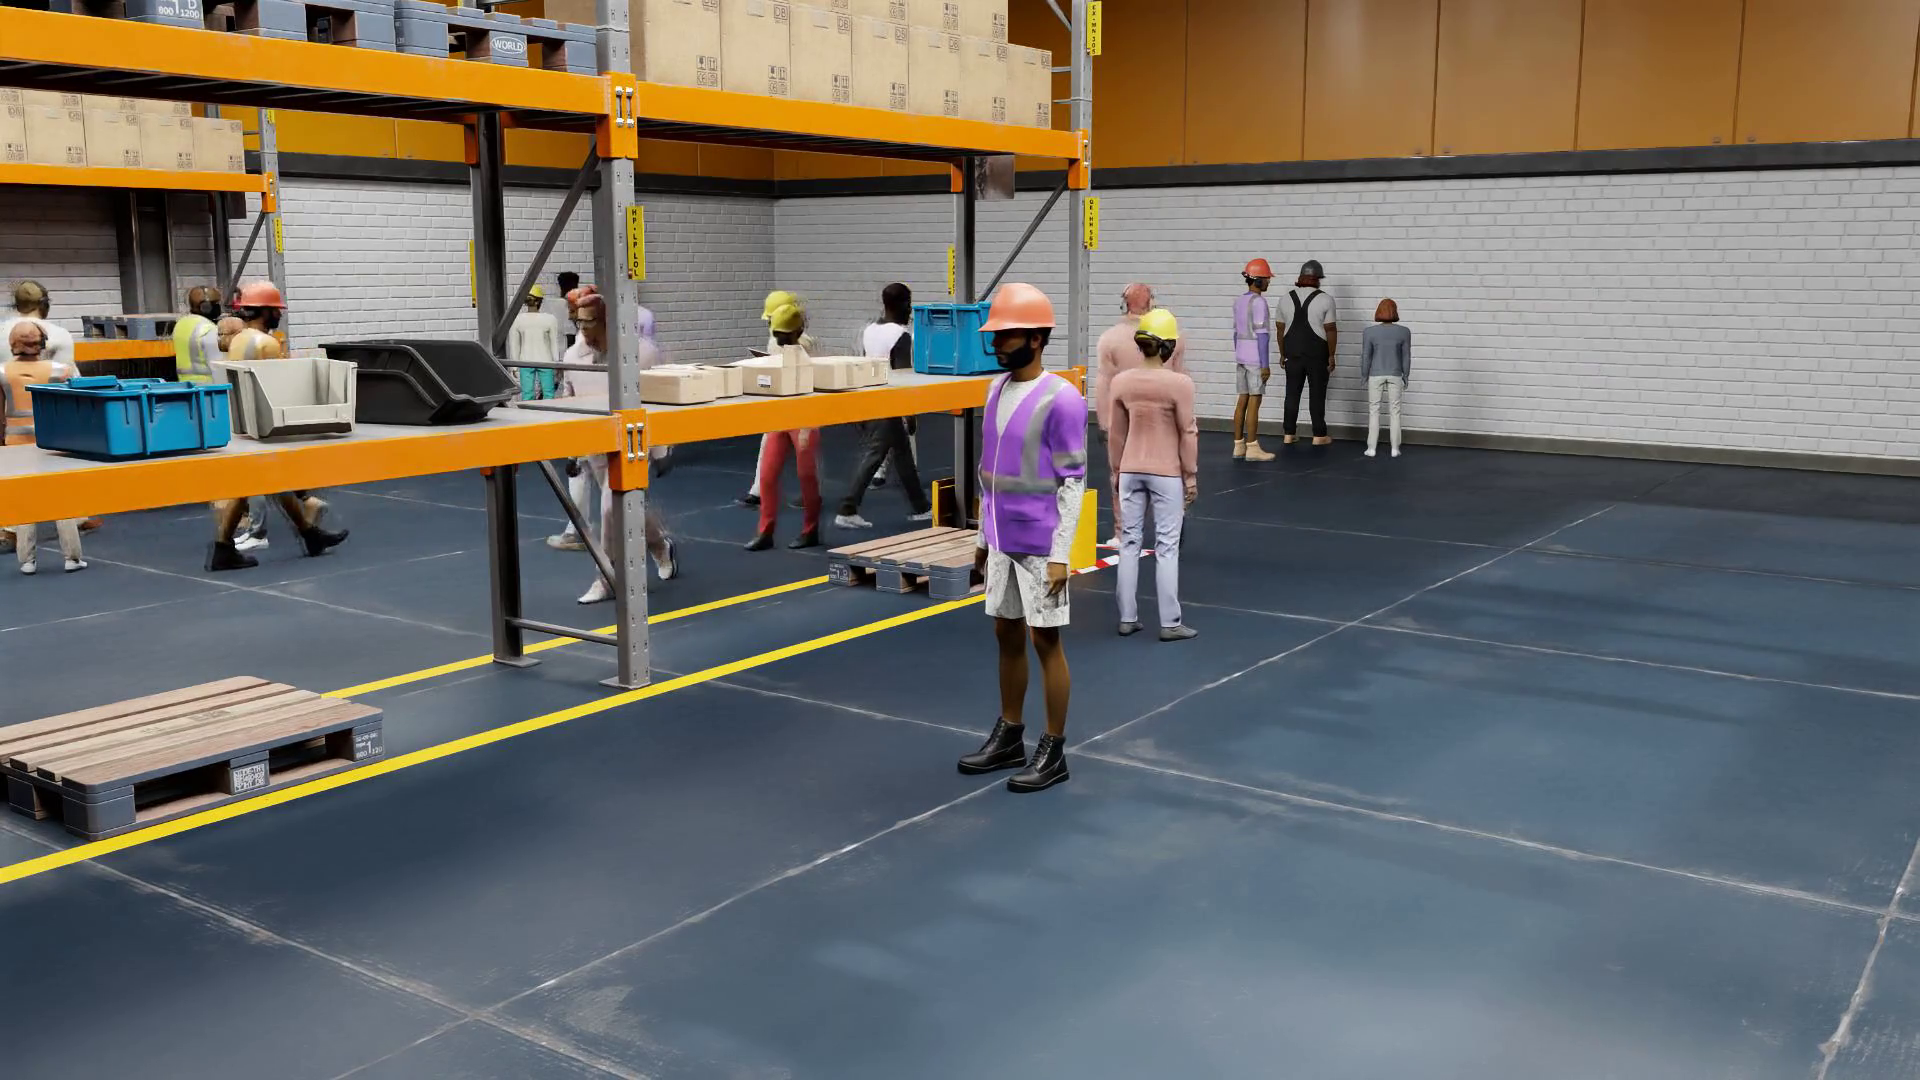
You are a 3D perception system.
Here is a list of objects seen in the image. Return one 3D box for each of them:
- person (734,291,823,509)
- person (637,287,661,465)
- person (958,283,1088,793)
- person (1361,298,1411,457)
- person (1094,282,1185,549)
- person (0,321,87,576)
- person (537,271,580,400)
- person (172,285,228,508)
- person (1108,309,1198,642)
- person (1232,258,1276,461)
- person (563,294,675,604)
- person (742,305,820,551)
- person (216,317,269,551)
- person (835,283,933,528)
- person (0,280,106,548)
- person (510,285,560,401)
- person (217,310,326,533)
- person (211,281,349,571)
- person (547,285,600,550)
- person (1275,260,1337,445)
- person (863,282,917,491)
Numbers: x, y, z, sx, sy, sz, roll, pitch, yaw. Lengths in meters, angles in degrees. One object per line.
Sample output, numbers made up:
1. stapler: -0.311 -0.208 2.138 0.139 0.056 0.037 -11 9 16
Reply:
1. person: -1.457 -1.099 13.372 0.835 1.773 0.655 -6 11 -31
2. person: -3.215 -1.594 16.036 0.644 1.879 0.814 5 11 28
3. person: 0.234 -0.006 6.377 0.364 1.939 0.542 -7 12 -36
4. person: 4.401 -1.675 17.216 0.500 1.636 0.280 1 10 7
5. person: 1.256 -0.828 11.467 0.646 1.886 0.646 -3 10 -17
6. person: -5.953 -0.588 10.741 0.523 1.636 0.311 -4 10 -22
7. person: -4.648 -2.155 19.289 0.631 1.922 0.999 9 13 42
8. person: -6.126 -1.154 13.543 0.648 1.827 0.464 8 12 40
9. person: 1.037 -0.343 8.893 0.523 1.769 0.322 7 12 37
10. person: 2.992 -1.824 16.892 0.378 2.045 0.605 -3 10 -16
11. person: -2.056 -0.585 10.159 0.652 1.845 0.964 5 11 27
12. person: -1.220 -0.763 11.517 0.593 1.714 0.720 8 12 38
13. person: -5.047 -0.744 11.684 0.279 1.633 0.505 -4 10 -25
14. person: -0.541 -1.021 12.685 1.035 1.862 0.591 -5 11 -29
15. person: -6.551 -0.895 11.821 0.641 1.893 1.037 3 10 15
16. person: -4.686 -1.932 18.375 0.524 1.764 0.329 -2 10 -11
17. person: -5.133 -0.865 12.299 0.722 1.675 0.542 -3 10 -16
18. person: -4.587 -0.764 11.050 0.976 1.881 0.556 -8 12 -40
19. person: -2.575 -0.836 11.577 0.793 1.848 0.594 3 10 15
20. person: 3.868 -2.080 18.424 0.688 2.000 0.536 6 11 34
21. person: -0.575 -1.346 14.663 0.588 1.837 0.403 2 10 10
